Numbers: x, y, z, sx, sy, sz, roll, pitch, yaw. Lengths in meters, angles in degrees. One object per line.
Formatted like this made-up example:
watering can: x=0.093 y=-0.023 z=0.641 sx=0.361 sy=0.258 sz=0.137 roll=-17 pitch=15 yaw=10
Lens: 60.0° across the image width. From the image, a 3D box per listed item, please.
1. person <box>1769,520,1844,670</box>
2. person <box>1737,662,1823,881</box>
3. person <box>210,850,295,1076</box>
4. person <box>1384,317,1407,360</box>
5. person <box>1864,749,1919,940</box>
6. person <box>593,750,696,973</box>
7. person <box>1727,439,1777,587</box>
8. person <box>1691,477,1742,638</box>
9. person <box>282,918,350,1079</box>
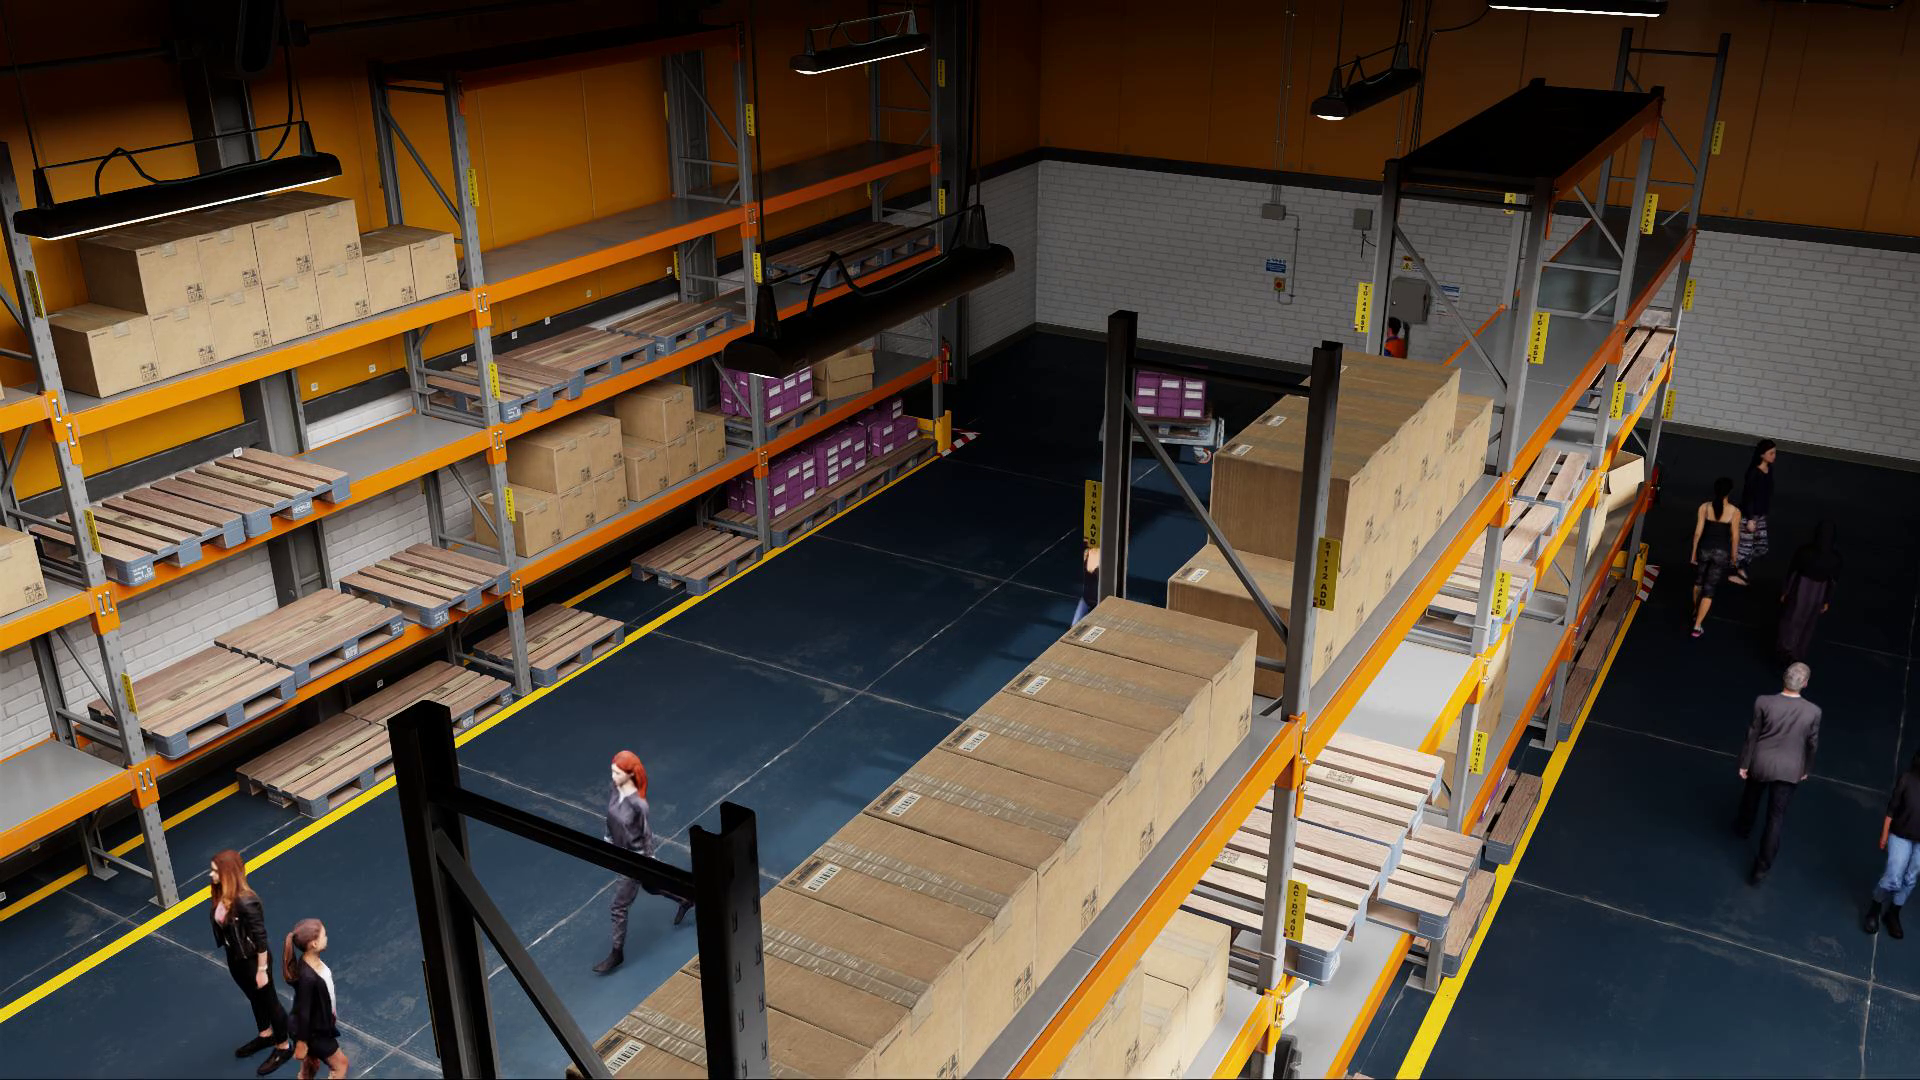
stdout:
person: x=8.424 y=0.585 z=16.561 sx=0.651 sy=1.601 sz=0.809 roll=9 pitch=25 yaw=21
person: x=6.558 y=1.879 z=13.368 sx=0.743 sy=1.788 sz=1.219 roll=11 pitch=26 yaw=24
person: x=-4.813 y=2.824 z=11.299 sx=0.639 sy=1.712 sz=0.589 roll=19 pitch=30 yaw=37
person: x=5.829 y=-2.049 z=22.320 sx=1.264 sy=1.814 sz=0.999 roll=-22 pitch=32 yaw=-40
person: x=7.217 y=2.245 z=12.662 sx=0.644 sy=1.683 sz=0.690 roll=5 pitch=24 yaw=10
person: x=-2.375 y=2.319 z=12.419 sx=1.228 sy=1.741 sz=0.865 roll=-18 pitch=29 yaw=-35
person: x=8.723 y=-0.319 z=18.474 sx=0.666 sy=1.725 sz=0.767 roll=-15 pitch=28 yaw=-31
person: x=7.808 y=0.203 z=17.303 sx=0.611 sy=1.707 sz=0.856 roll=16 pitch=28 yaw=32
person: x=-4.256 y=3.168 z=10.743 sx=0.827 sy=1.529 sz=0.746 roll=-6 pitch=24 yaw=-14
